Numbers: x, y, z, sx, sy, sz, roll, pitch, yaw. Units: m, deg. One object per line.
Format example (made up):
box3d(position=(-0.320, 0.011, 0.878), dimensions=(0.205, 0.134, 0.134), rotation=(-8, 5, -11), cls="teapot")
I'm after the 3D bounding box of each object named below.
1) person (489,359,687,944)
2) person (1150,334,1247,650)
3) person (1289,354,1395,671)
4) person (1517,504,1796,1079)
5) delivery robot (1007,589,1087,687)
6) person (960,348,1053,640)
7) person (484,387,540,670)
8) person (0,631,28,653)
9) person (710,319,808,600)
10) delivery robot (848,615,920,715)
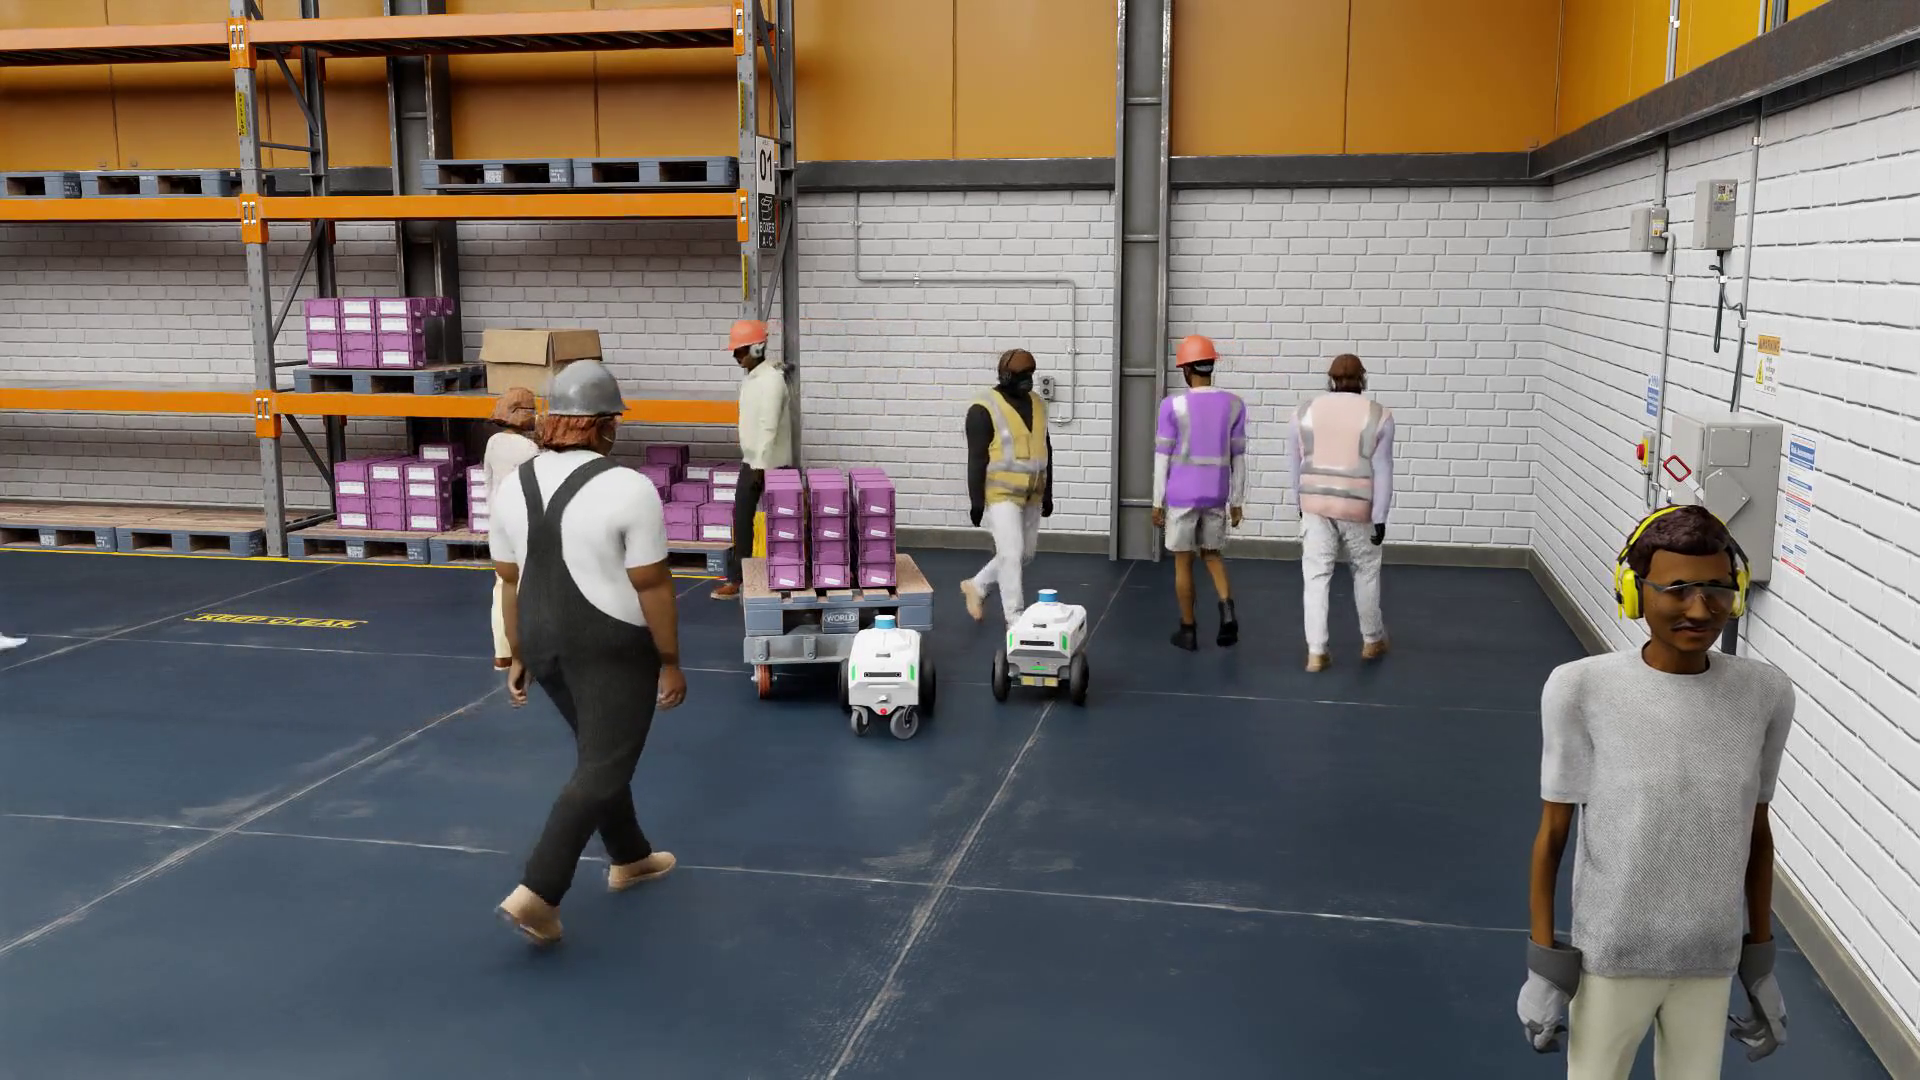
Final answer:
box3d(position=(-1.320, 0.347, 5.819), dimensions=(0.683, 2.000, 0.964), rotation=(6, 11, 31), cls="person")
box3d(position=(1.432, -0.264, 9.904), dimensions=(0.545, 1.912, 0.513), rotation=(-3, 10, -16), cls="person")
box3d(position=(2.241, -0.178, 9.696), dimensions=(0.624, 1.799, 0.847), rotation=(4, 10, 25), cls="person")
box3d(position=(1.383, 0.850, 3.300), dimensions=(0.533, 1.870, 0.315), rotation=(0, 9, -1), cls="person")
box3d(position=(0.477, 0.512, 9.009), dimensions=(0.477, 0.478, 0.707), rotation=(2, 10, 12), cls="delivery robot")
box3d(position=(0.263, -0.284, 10.318), dimensions=(0.654, 1.815, 0.751), rotation=(-9, 13, -44), cls="person")
box3d(position=(-2.500, -0.050, 9.434), dimensions=(0.503, 1.631, 0.282), rotation=(9, 13, 44), cls="person")
box3d(position=(-5.860, -0.056, 9.562), dimensions=(0.806, 1.606, 0.527), rotation=(-3, 10, -18), cls="person")
box3d(position=(-1.299, -0.557, 11.546), dimensions=(0.855, 1.952, 0.618), rotation=(-6, 11, -33), cls="person")
box3d(position=(-0.375, 0.621, 8.352), dimensions=(0.477, 0.478, 0.707), rotation=(0, 9, 0), cls="delivery robot")
